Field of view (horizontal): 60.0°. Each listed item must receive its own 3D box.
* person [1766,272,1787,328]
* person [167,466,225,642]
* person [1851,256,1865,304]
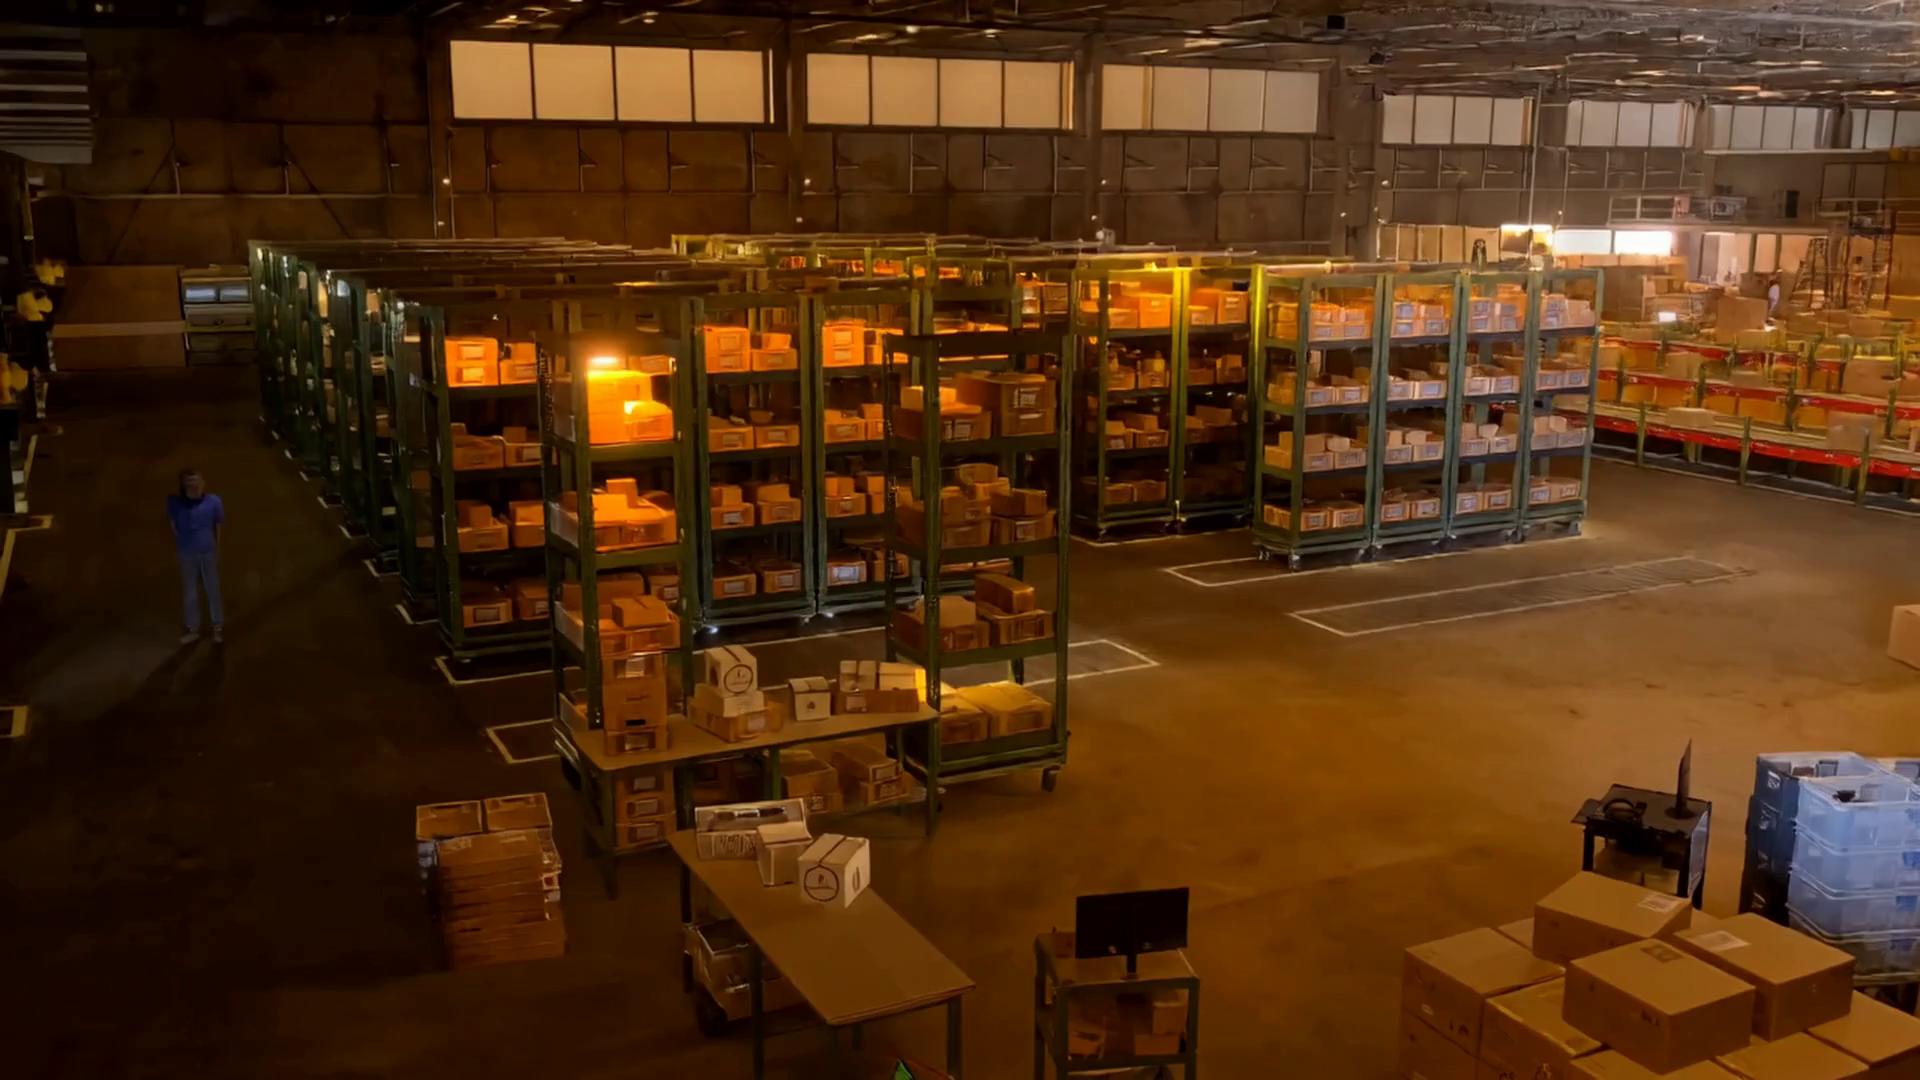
[{"bbox_3d":[25.400,-7.338,51.832,0.687,2.028,0.629,3,12,14],"label":"person"},{"bbox_3d":[-7.923,0.135,17.305,0.566,1.850,0.389,-1,12,-6],"label":"person"},{"bbox_3d":[35.889,-10.403,66.547,0.615,1.867,0.525,-6,13,-26],"label":"person"}]
